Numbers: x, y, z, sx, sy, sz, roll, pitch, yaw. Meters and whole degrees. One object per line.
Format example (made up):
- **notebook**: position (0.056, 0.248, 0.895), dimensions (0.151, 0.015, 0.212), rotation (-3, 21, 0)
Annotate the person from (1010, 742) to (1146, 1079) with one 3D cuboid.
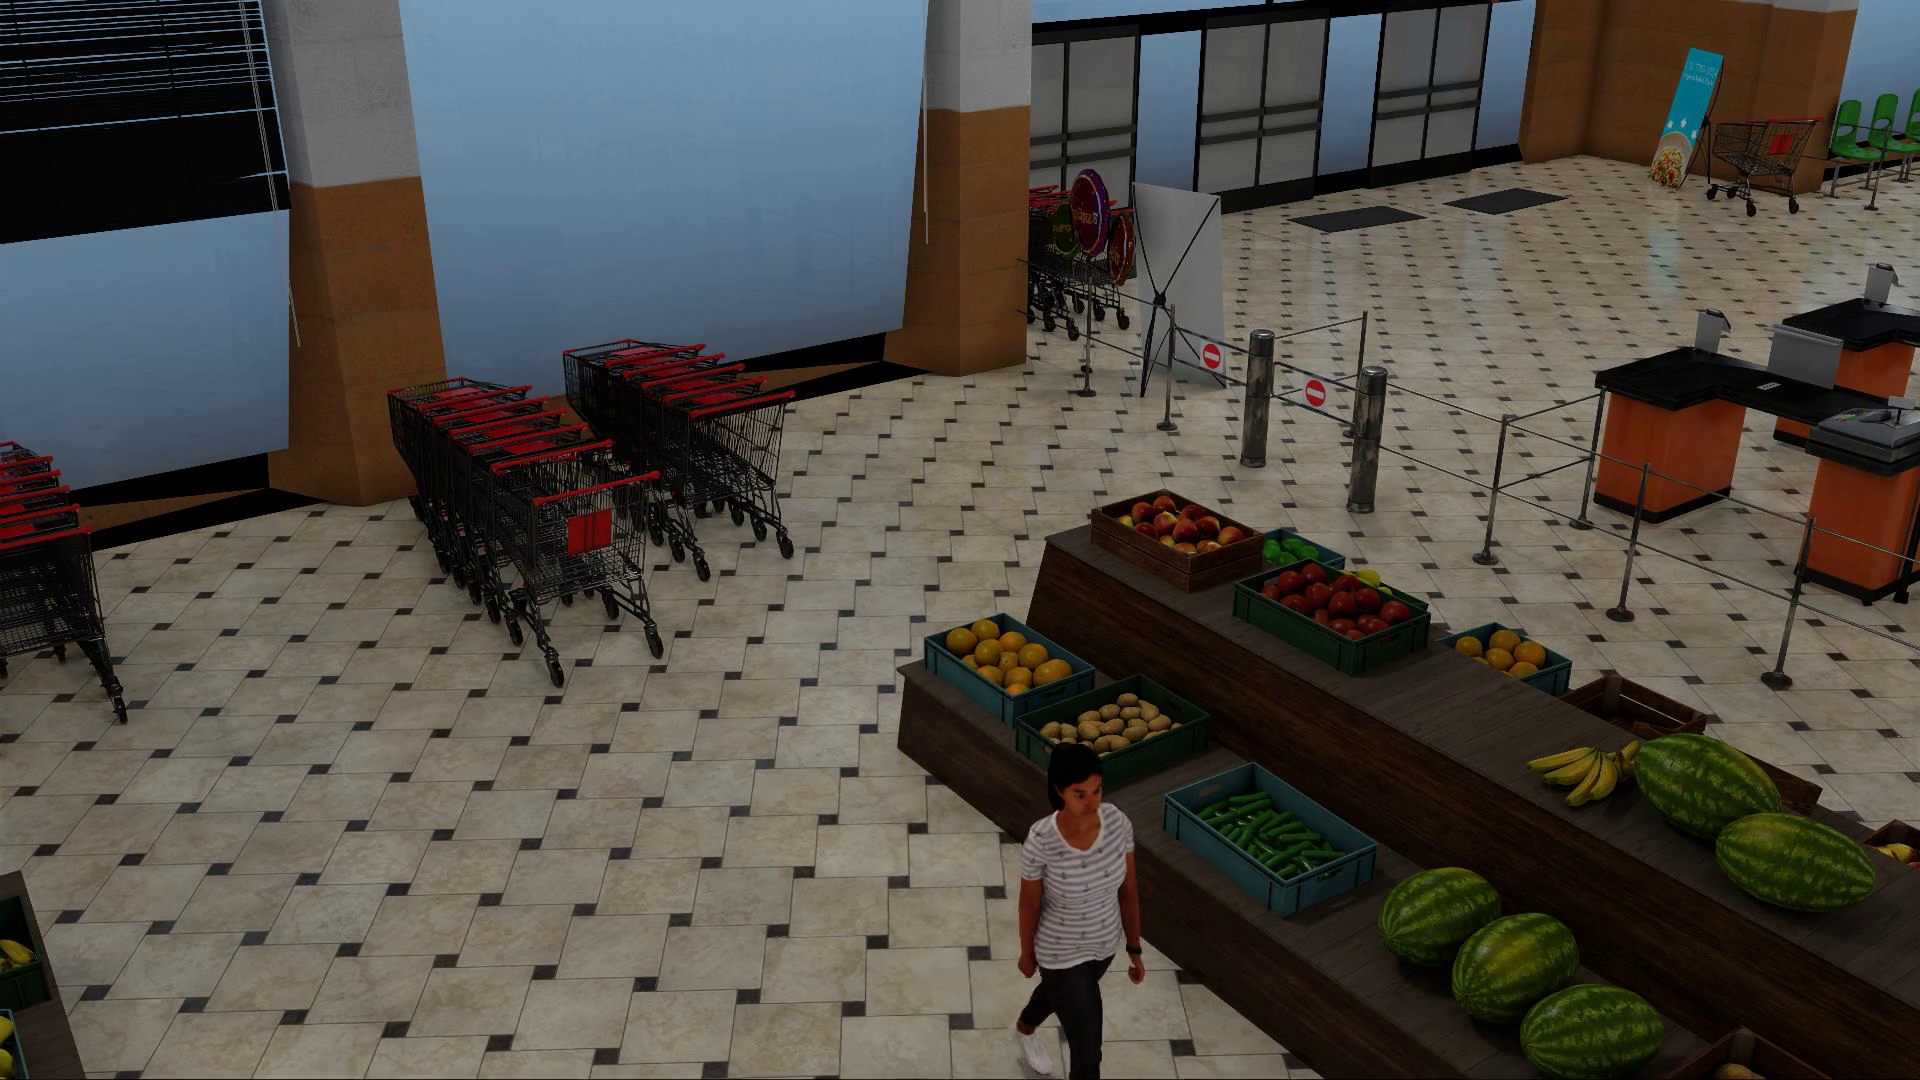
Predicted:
- **person**: position (0.371, 1.403, 5.893), dimensions (0.611, 1.598, 1.156), rotation (-13, 27, -27)
